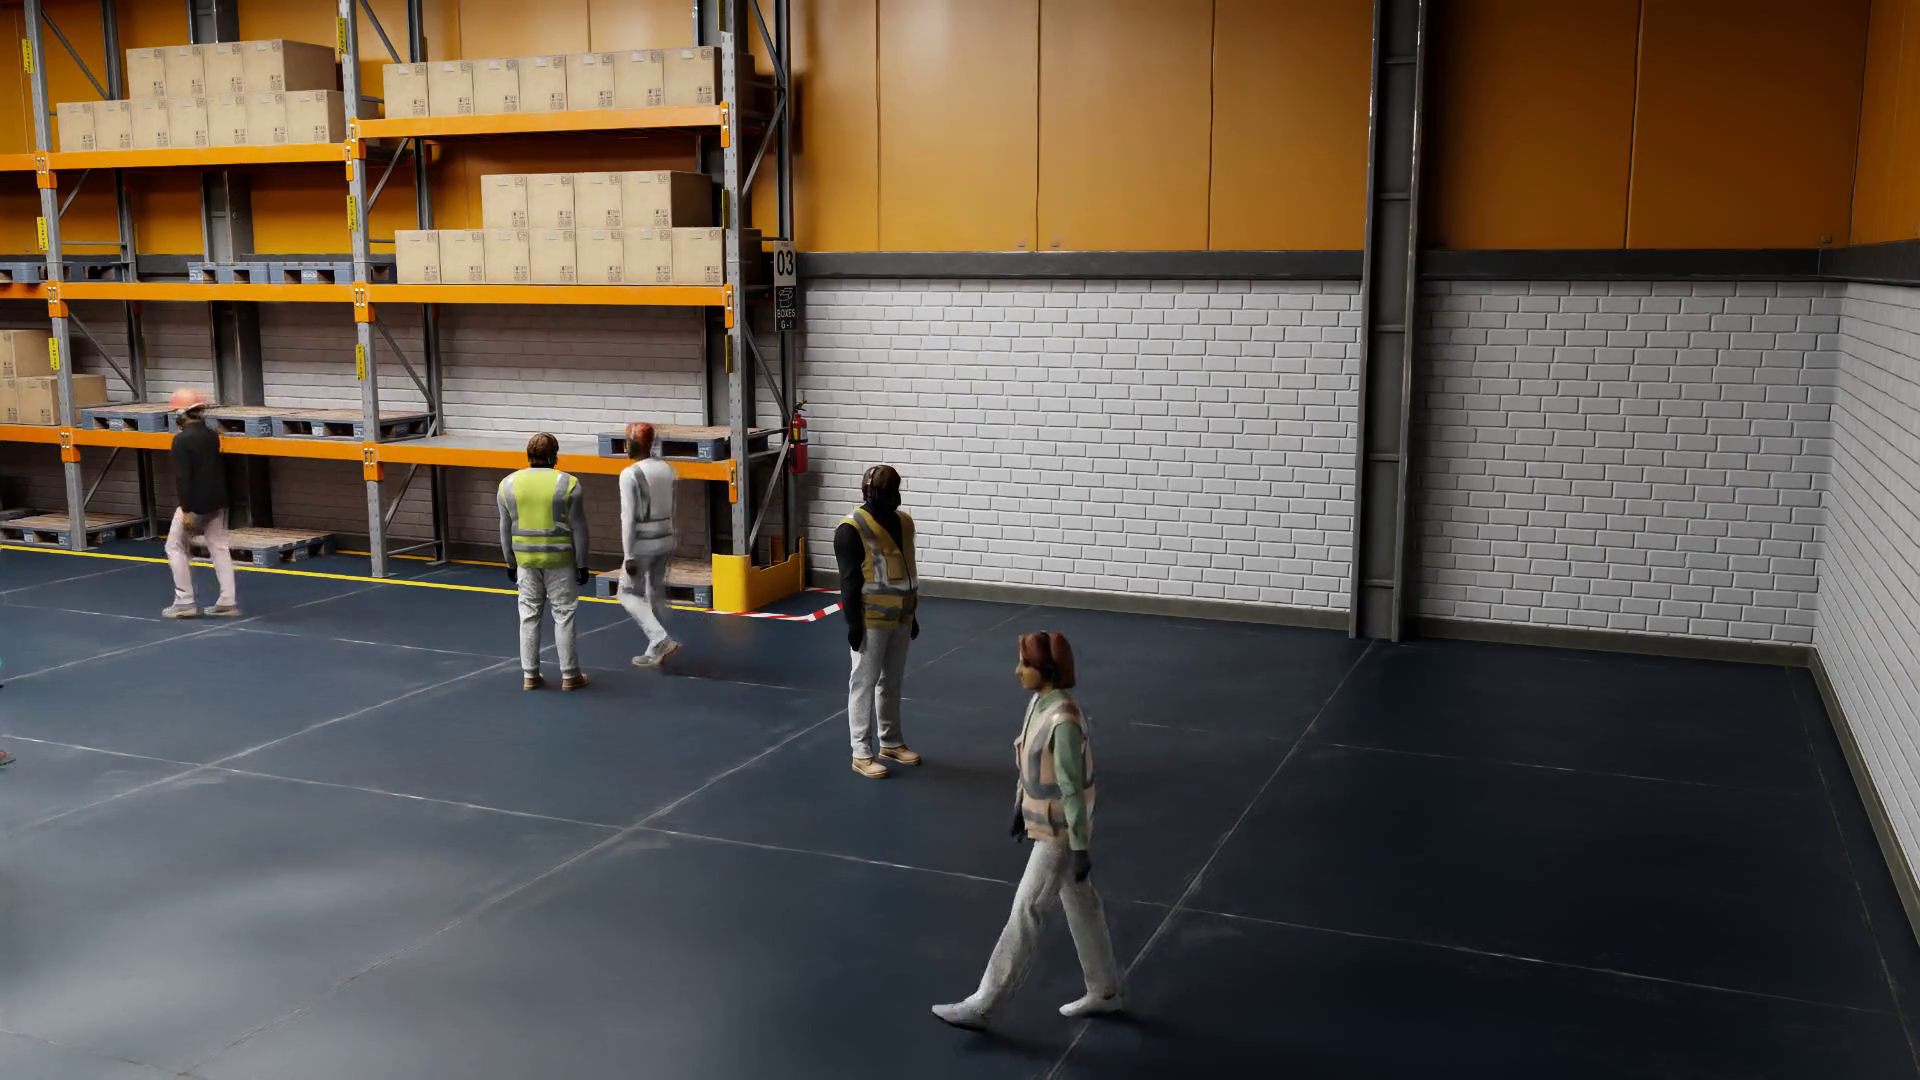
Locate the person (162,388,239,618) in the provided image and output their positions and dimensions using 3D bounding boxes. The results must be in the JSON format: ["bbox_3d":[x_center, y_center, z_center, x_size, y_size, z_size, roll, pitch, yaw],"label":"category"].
[{"bbox_3d":[-6.571,-0.309,14.233,0.734,1.971,0.633,2,10,13],"label":"person"}]

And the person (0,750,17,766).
[{"bbox_3d":[-6.035,0.464,9.747,0.922,1.898,0.648,2,10,12],"label":"person"}]

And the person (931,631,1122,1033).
[{"bbox_3d":[0.279,1.147,6.520,0.828,1.596,0.552,-1,9,-6],"label":"person"}]

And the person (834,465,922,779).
[{"bbox_3d":[-0.458,0.470,9.895,0.429,1.845,0.627,7,12,36],"label":"person"}]

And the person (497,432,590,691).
[{"bbox_3d":[-2.922,0.158,11.789,0.633,1.843,0.429,1,9,6],"label":"person"}]

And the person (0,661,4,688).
[{"bbox_3d":[-7.085,0.208,11.798,0.533,1.742,0.743,-6,11,-32],"label":"person"}]

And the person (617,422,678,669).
[{"bbox_3d":[-2.299,0.056,12.327,0.454,1.875,0.589,6,11,31],"label":"person"}]
